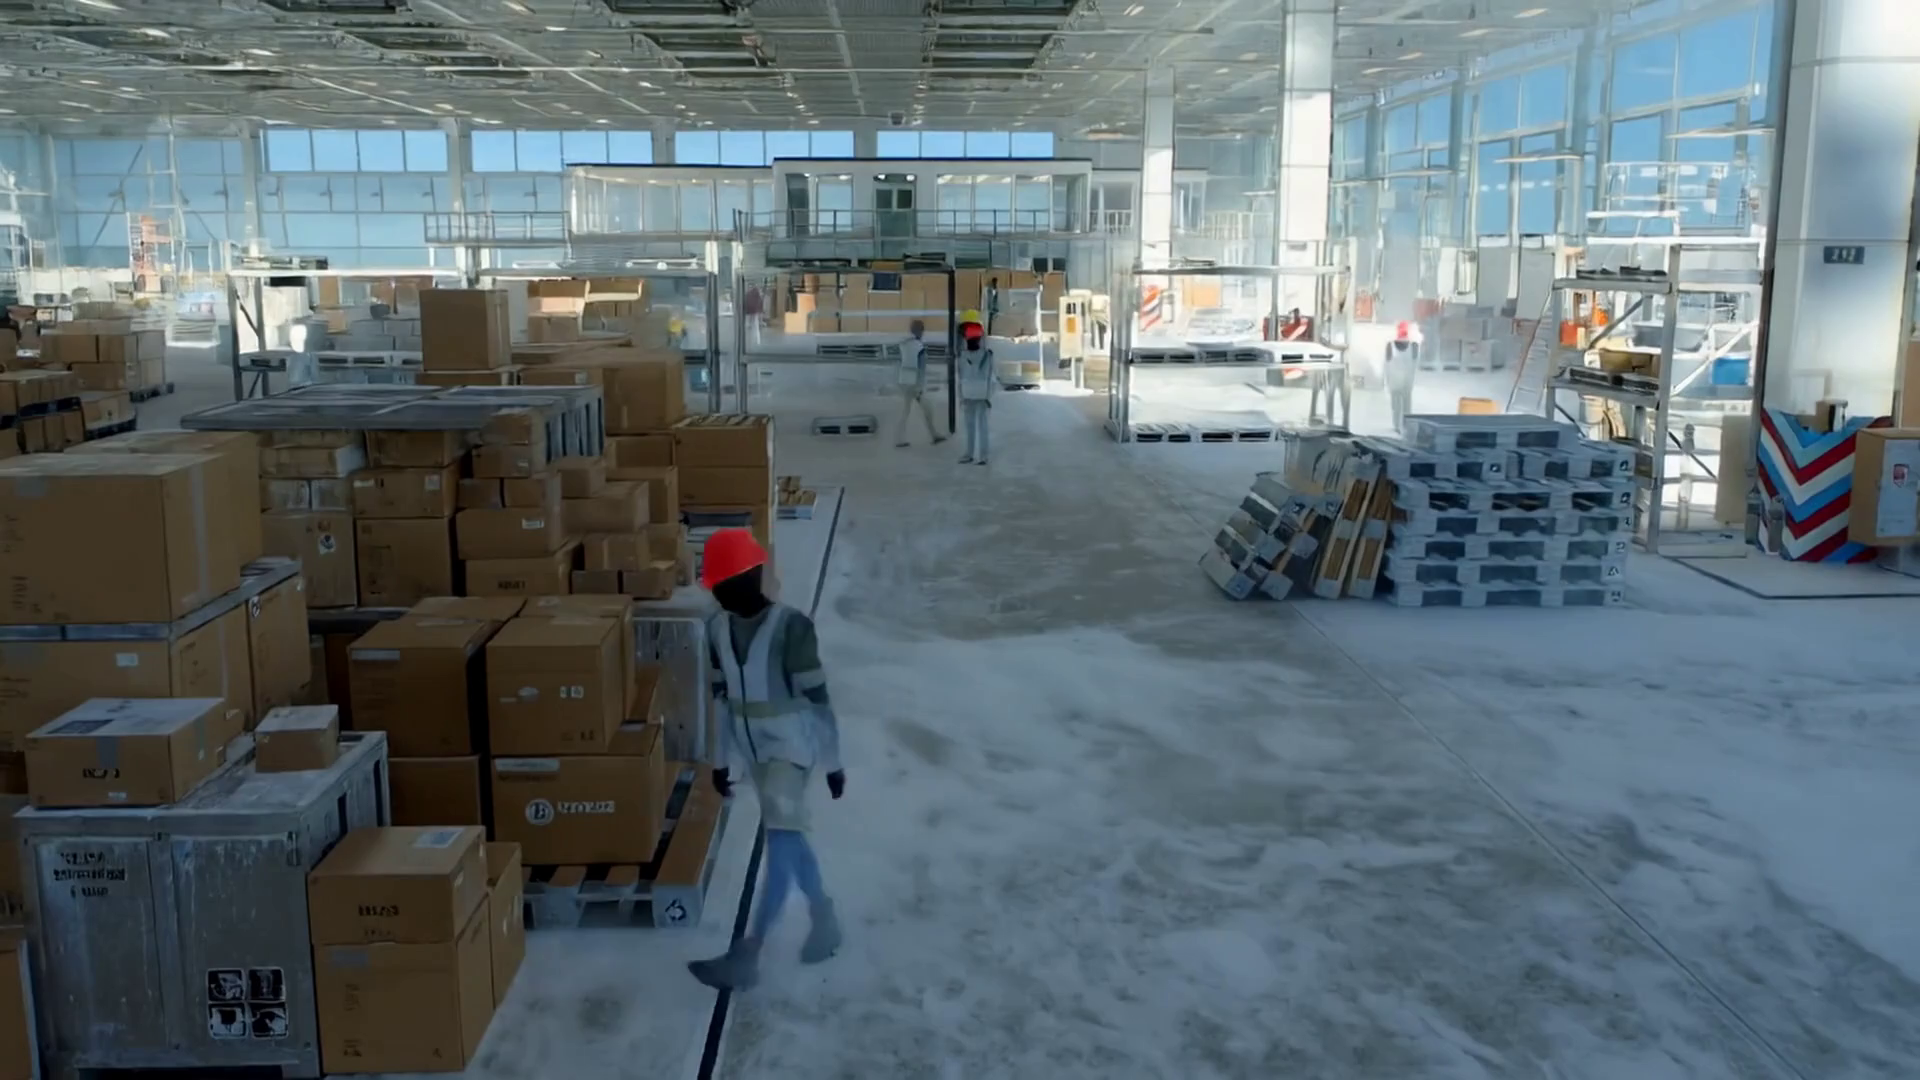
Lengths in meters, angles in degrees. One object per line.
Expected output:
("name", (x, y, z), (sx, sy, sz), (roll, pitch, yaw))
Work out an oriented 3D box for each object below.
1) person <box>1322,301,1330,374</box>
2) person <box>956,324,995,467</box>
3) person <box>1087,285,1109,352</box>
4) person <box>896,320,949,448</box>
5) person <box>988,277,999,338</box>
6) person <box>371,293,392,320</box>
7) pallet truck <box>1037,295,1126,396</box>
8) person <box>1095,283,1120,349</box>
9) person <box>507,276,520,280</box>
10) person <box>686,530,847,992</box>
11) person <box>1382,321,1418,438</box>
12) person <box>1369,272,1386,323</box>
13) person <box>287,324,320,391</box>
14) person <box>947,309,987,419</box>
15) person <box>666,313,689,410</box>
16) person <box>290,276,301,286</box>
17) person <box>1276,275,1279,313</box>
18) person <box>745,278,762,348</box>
("person", (8.366, -4.655, 38.212), (0.537, 1.696, 0.317), (0, 10, -3))
("person", (0.206, -1.956, 22.527), (0.587, 1.930, 0.362), (8, 13, 39))
("person", (3.819, -6.109, 45.929), (0.621, 1.837, 0.429), (2, 10, 12))
("person", (-0.603, -2.323, 24.711), (0.960, 1.870, 0.608), (-9, 14, -42))
("person", (1.056, -7.299, 52.265), (0.355, 1.938, 0.634), (3, 11, 15))
("person", (-13.938, -5.060, 40.161), (0.497, 1.820, 0.993), (-7, 12, -34))
("pallet truck", (2.483, -3.881, 33.060), (1.885, 1.965, 0.823), (-7, 13, -36))
("person", (4.122, -6.307, 46.878), (0.830, 1.891, 0.612), (7, 12, 34))
("person", (-18.000, -9.887, 66.907), (0.595, 1.852, 0.776), (2, 10, 9))
("person", (-0.824, 0.895, 6.821), (0.604, 1.875, 0.939), (8, 13, 38))
("person", (6.770, -2.451, 25.593), (0.533, 1.814, 0.769), (3, 11, 15))
("person", (15.003, -8.638, 59.698), (0.614, 1.946, 0.390), (6, 12, 32))
("person", (-8.646, -1.866, 21.943), (0.610, 1.960, 0.372), (8, 13, 39))
("person", (0.144, -2.994, 28.440), (0.640, 1.897, 1.012), (-4, 11, -23))
("person", (-5.125, -3.219, 30.083), (0.487, 1.744, 0.297), (5, 11, 26))
("person", (-23.568, -8.494, 58.715), (0.644, 2.009, 0.907), (7, 13, 36))
("person", (13.736, -10.694, 71.025), (0.617, 1.990, 0.393), (3, 11, 16))
("person", (-5.902, -6.450, 47.386), (0.609, 1.993, 0.382), (-9, 14, -42))
